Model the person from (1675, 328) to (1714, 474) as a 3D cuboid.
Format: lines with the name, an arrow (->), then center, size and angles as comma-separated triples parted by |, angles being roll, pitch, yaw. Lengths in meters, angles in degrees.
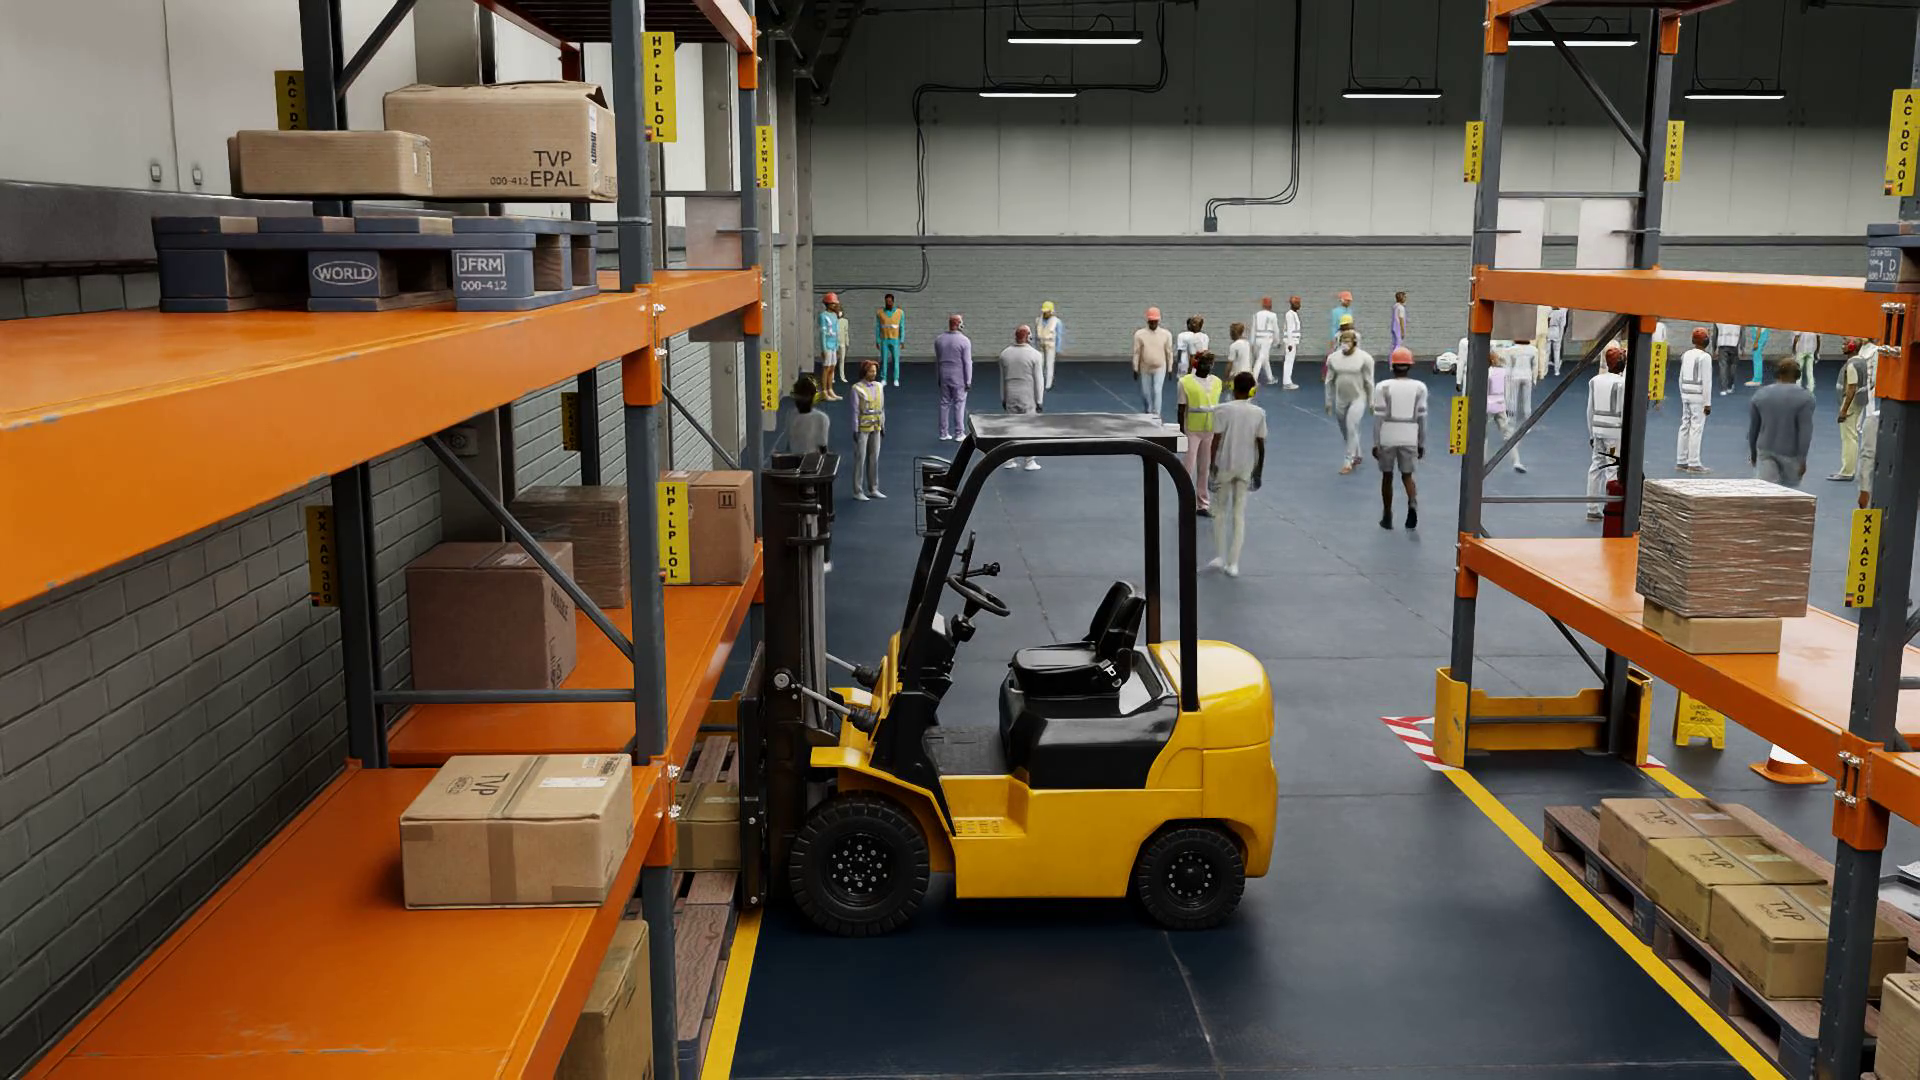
person -> 9.543, -1.805, 21.553 | 0.343, 1.882, 0.584 | -1, 10, -8

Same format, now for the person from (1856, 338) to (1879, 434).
person -> 14.167, -2.484, 26.045 | 0.310, 1.631, 0.505 | -3, 10, -14

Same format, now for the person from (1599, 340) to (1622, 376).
person -> 9.502, -2.300, 24.206 | 0.392, 1.925, 0.548 | 5, 11, 24

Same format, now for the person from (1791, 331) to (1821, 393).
person -> 15.631, -3.452, 30.779 | 0.536, 1.866, 0.314 | 1, 10, 3

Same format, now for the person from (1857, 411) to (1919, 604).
person -> 7.687, -0.422, 13.679 | 0.608, 1.942, 0.403 | -1, 10, -3

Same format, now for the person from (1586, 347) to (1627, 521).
person -> 6.901, -1.103, 17.648 | 0.356, 1.883, 0.572 | -4, 11, -23

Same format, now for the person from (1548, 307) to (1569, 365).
person -> 14.491, -5.187, 40.332 | 0.607, 1.910, 0.540 | -4, 11, -21

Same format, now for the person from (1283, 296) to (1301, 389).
person -> 6.769, -4.025, 33.920 | 0.339, 1.882, 0.581 | 4, 11, 20

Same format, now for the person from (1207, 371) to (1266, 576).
person -> 2.503, -0.609, 15.071 | 0.547, 1.812, 0.692 | 0, 10, 0

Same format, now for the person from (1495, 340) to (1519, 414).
person -> 9.413, -3.121, 28.831 | 0.584, 1.911, 0.390 | 10, 14, 43

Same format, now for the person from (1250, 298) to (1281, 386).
person -> 6.321, -4.103, 34.506 | 0.960, 1.836, 0.560 | -7, 12, -34

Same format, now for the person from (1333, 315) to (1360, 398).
person -> 6.795, -3.107, 29.306 | 0.483, 1.694, 0.855 | 3, 11, 15

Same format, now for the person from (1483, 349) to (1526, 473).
person -> 6.994, -1.662, 21.554 | 0.569, 1.604, 0.632 | -6, 12, -28

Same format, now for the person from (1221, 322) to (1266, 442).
person -> 4.215, -2.369, 24.950 | 0.926, 1.806, 0.504 | 6, 12, 28

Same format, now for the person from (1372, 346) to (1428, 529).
person -> 4.543, -1.029, 17.154 | 0.551, 1.921, 0.653 | 0, 10, 0

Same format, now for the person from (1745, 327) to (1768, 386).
person -> 16.586, -4.114, 34.561 | 0.349, 1.836, 0.517 | 6, 12, 30

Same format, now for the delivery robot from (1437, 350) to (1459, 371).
delivery robot -> 11.011, -4.053, 37.516 | 0.477, 0.478, 0.707 | 6, 12, 31

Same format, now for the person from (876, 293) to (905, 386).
person -> -1.450, -4.163, 34.591 | 0.597, 1.916, 0.371 | 2, 10, 8

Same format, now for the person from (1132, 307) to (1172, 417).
person -> 3.087, -2.761, 26.660 | 0.636, 1.974, 0.726 | 2, 10, 9

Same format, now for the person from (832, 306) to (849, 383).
person -> -2.599, -4.165, 35.386 | 0.507, 1.636, 0.273 | -5, 11, -27

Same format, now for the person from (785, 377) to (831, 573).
person -> -1.379, -0.532, 14.648 | 0.540, 1.811, 0.909 | 5, 11, 27

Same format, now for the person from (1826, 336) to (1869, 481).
person -> 11.139, -1.652, 20.798 | 0.389, 1.848, 0.563 | 7, 13, 36

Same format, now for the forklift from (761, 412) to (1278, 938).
forklift -> 0.291, 0.548, 7.580 | 2.313, 2.155, 1.214 | 0, 10, -2

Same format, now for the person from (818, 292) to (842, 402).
person -> -2.424, -3.616, 31.199 | 0.388, 2.041, 0.614 | 4, 11, 19

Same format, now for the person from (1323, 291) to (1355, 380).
person -> 7.922, -4.177, 34.496 | 0.635, 1.975, 0.609 | -8, 13, -36

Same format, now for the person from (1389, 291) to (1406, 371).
person -> 10.138, -4.813, 38.416 | 0.345, 1.846, 0.508 | -2, 10, -10

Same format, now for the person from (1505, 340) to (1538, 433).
person -> 8.786, -2.491, 26.071 | 0.507, 1.632, 0.264 | 1, 10, 5

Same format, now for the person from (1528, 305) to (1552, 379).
person -> 12.513, -4.527, 36.279 | 0.684, 2.000, 0.535 | -4, 11, -21

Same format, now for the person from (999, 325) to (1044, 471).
person -> 0.824, -1.865, 21.865 | 0.641, 1.899, 0.395 | 6, 12, 31

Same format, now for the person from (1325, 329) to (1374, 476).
person -> 5.098, -1.803, 21.572 | 0.650, 1.895, 0.848 | 8, 13, 39

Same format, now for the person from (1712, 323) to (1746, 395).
person -> 15.106, -3.803, 32.690 | 0.604, 1.873, 0.986 | 5, 11, 26

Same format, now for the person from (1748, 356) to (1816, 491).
person -> 7.994, -0.845, 16.214 | 1.041, 1.878, 0.646 | -9, 14, -41

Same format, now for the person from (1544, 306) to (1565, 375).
person -> 13.329, -4.585, 37.436 | 0.490, 1.742, 0.313 | 4, 11, 20

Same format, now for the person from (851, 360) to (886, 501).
person -> -1.067, -1.270, 19.283 | 0.314, 1.631, 0.512 | 9, 14, 41

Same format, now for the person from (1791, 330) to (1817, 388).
person -> 17.079, -3.981, 33.692 | 0.938, 1.885, 0.581 | -10, 14, -44

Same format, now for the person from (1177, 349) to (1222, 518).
person -> 2.584, -1.144, 18.001 | 0.564, 1.838, 0.390 | -6, 12, -30

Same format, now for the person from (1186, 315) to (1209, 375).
person -> 3.689, -2.594, 26.058 | 0.345, 1.846, 0.508 | 7, 13, 36

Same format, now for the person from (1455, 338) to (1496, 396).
person -> 7.684, -2.384, 24.802 | 0.580, 1.878, 0.343 | -2, 10, -10

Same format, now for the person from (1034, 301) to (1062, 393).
person -> 1.717, -3.815, 32.900 | 0.601, 1.819, 0.419 | 6, 12, 31

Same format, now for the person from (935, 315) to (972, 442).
person -> -0.072, -2.422, 24.963 | 0.644, 1.900, 0.399 | 7, 12, 34
